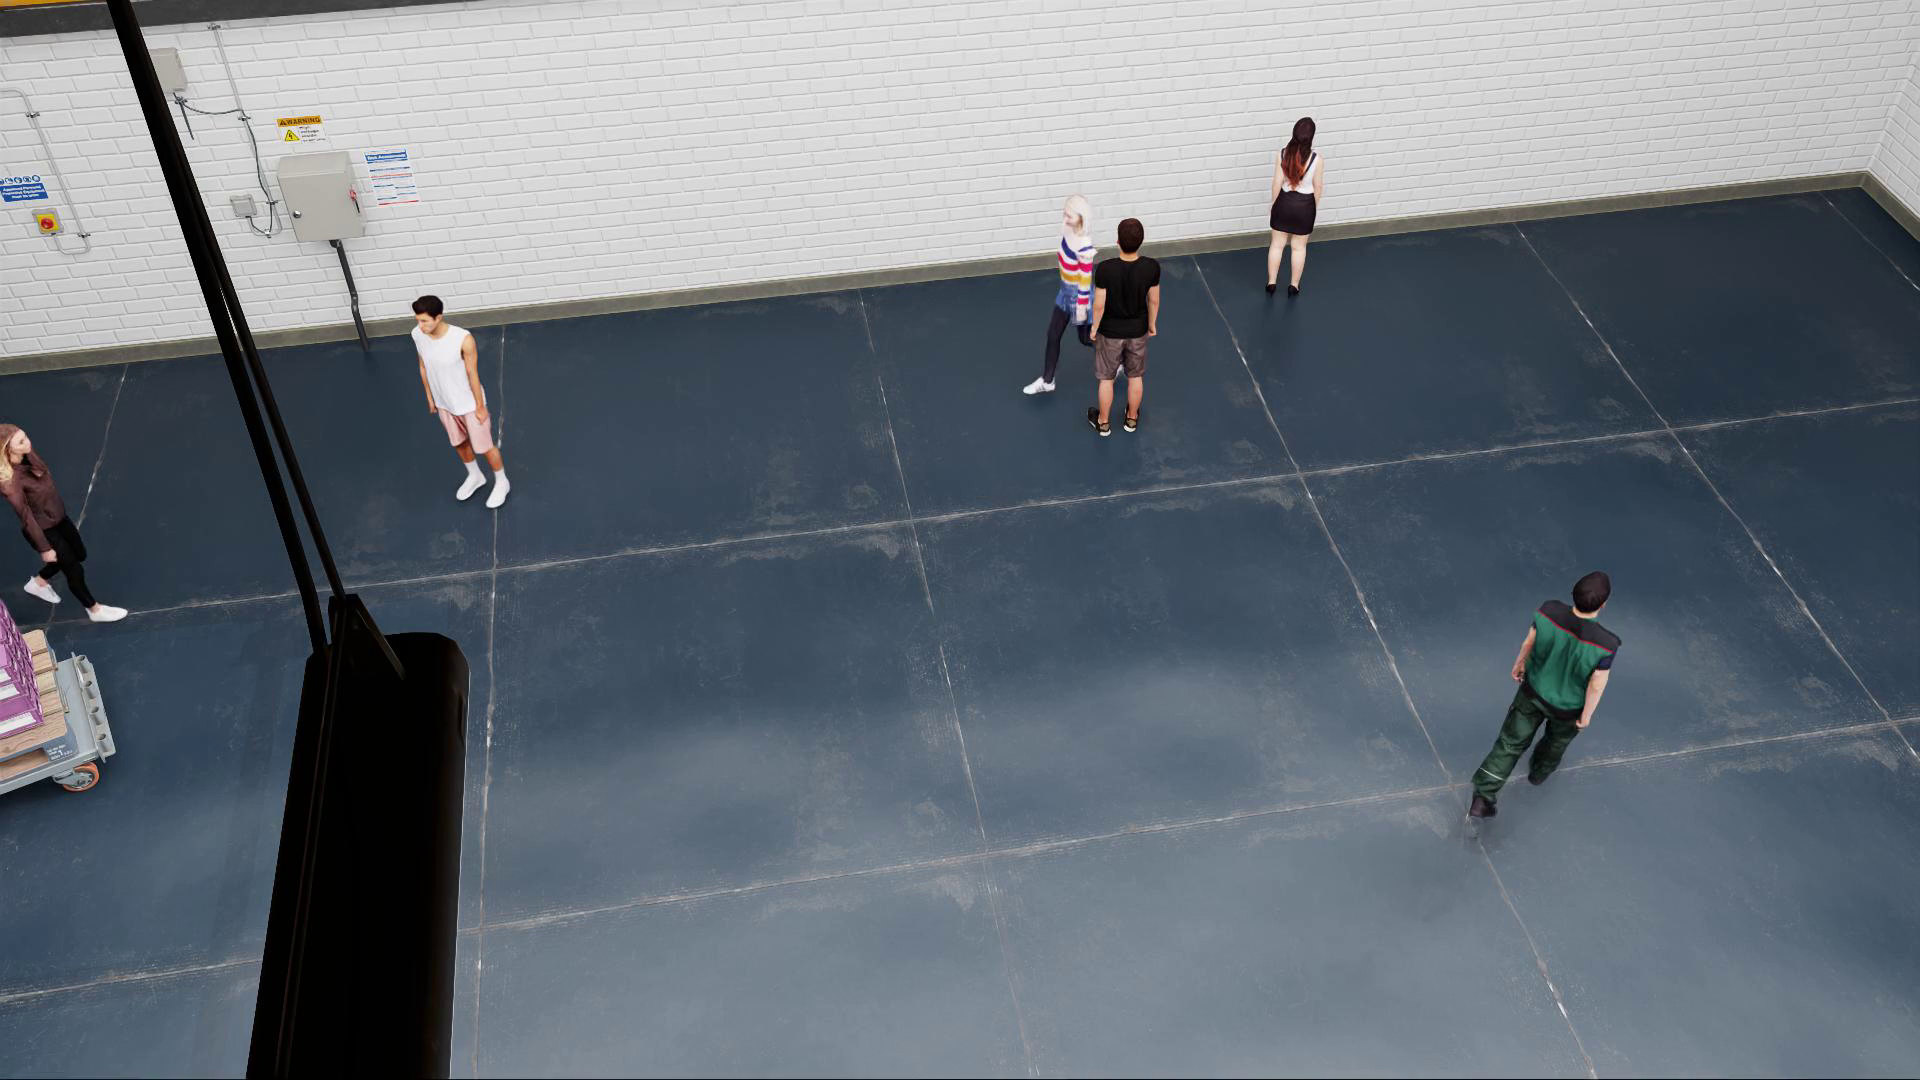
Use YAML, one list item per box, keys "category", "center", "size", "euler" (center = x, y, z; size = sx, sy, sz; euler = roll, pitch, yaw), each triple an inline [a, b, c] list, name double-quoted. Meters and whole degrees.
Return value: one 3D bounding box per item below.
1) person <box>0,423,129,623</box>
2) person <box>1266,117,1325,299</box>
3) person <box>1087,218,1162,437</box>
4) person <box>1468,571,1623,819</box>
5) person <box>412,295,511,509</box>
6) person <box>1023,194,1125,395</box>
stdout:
- category: "person"
  center: [-6.035, -0.076, 10.863]
  size: [0.714, 1.691, 0.809]
  euler: [-3, 44, -3]
- category: "person"
  center: [2.740, -2.721, 13.670]
  size: [0.628, 1.649, 0.632]
  euler: [10, 44, 10]
- category: "person"
  center: [1.202, -1.563, 12.302]
  size: [0.663, 1.861, 0.570]
  euler: [-6, 44, -6]
- category: "person"
  center: [3.407, 0.938, 9.670]
  size: [1.219, 1.870, 1.199]
  euler: [32, 52, 29]
- category: "person"
  center: [-3.533, -1.014, 11.785]
  size: [0.737, 1.778, 0.745]
  euler: [14, 45, 15]
- category: "person"
  center: [0.983, -1.865, 12.684]
  size: [0.869, 1.771, 1.115]
  euler: [-15, 46, -15]
